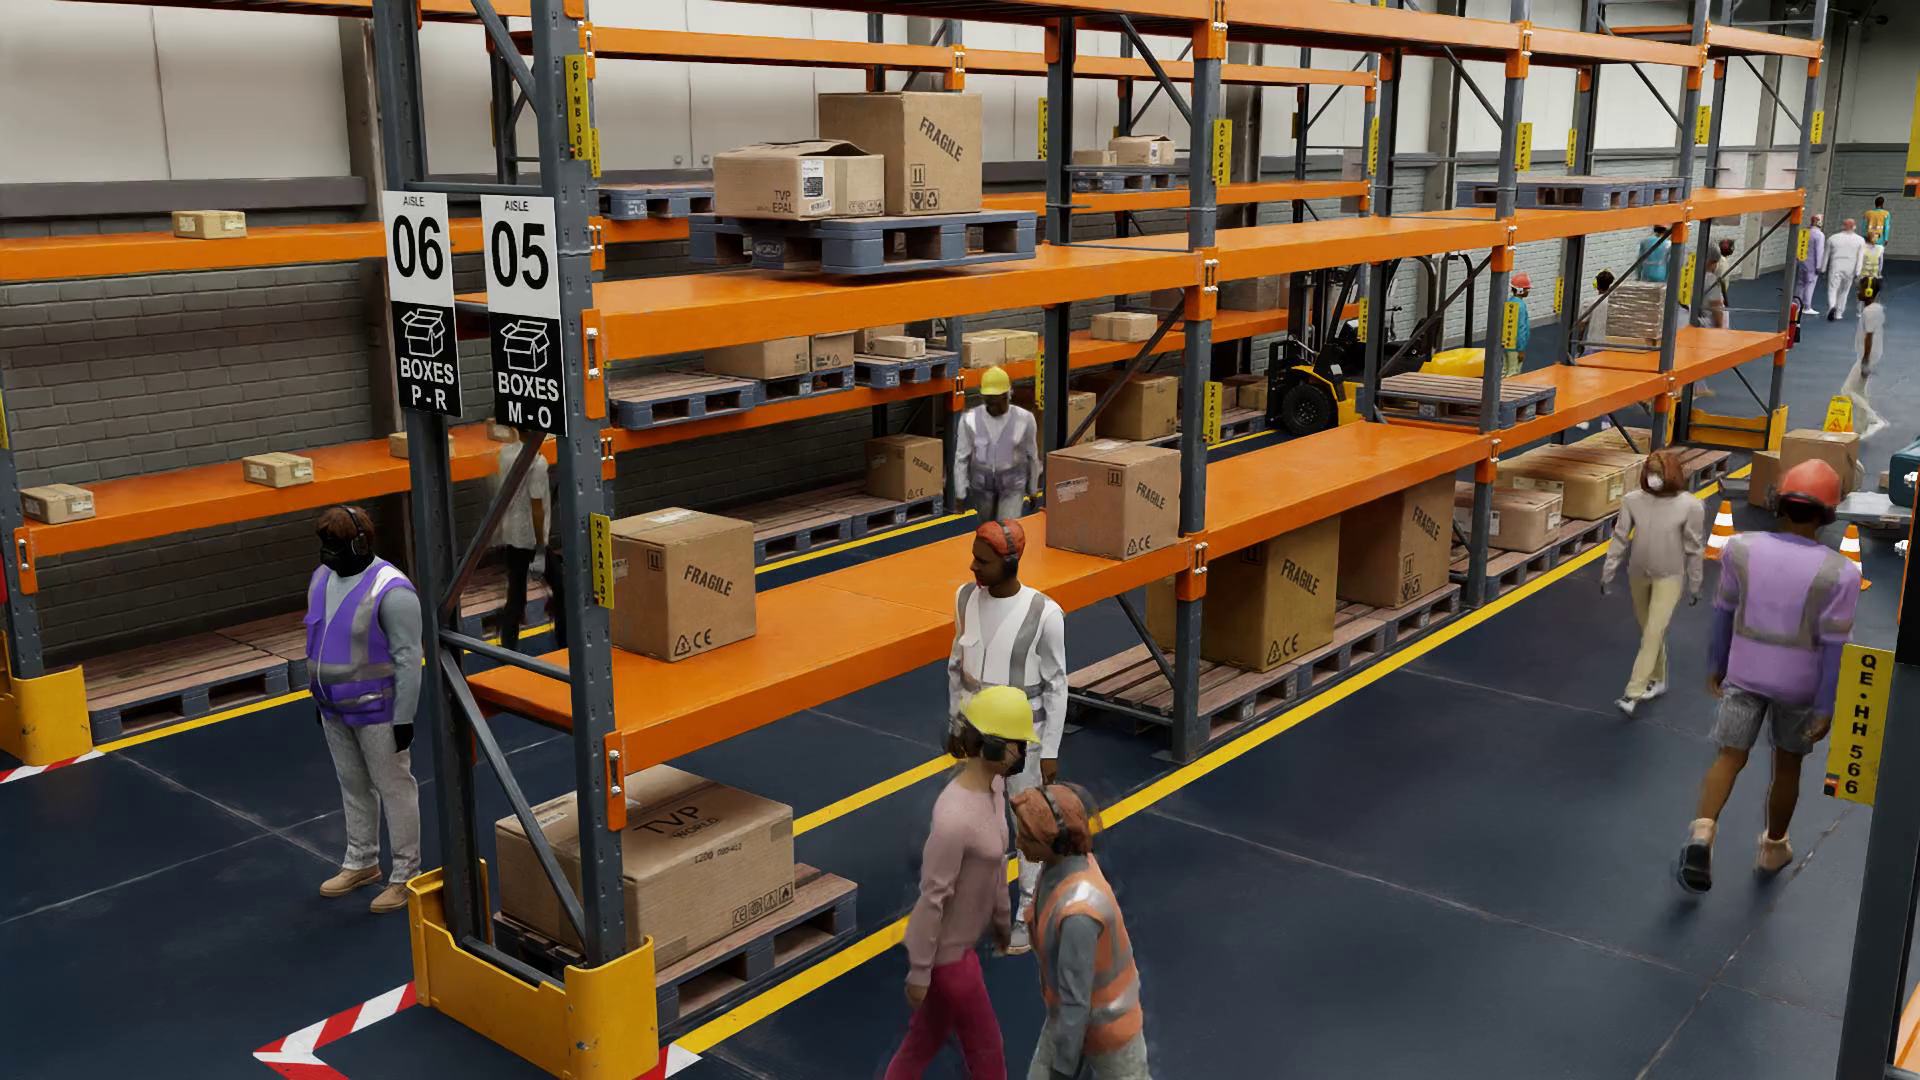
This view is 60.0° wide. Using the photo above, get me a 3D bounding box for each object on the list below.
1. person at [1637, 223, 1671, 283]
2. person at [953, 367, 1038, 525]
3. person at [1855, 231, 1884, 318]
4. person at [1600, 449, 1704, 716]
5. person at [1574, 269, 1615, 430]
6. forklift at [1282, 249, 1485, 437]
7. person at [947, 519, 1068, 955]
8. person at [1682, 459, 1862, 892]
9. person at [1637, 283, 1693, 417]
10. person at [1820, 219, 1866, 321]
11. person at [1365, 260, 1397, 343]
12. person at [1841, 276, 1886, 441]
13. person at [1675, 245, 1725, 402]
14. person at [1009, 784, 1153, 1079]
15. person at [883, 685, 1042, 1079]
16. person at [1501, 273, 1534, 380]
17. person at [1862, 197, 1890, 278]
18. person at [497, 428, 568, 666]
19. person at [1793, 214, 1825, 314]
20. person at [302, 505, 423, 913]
[{"bbox_3d":[11.952,-4.543,28.635,0.623,2.019,0.842,9,16,32],"label":"person"},{"bbox_3d":[0.251,-0.376,12.141,0.604,1.772,0.969,2,14,10],"label":"person"},{"bbox_3d":[16.985,-4.958,31.111,0.528,1.625,0.382,1,14,4],"label":"person"},{"bbox_3d":[4.109,0.251,9.959,0.850,1.584,0.528,-12,18,-40],"label":"person"},{"bbox_3d":[7.461,-2.218,19.451,0.521,1.873,0.335,3,14,14],"label":"person"},{"bbox_3d":[4.886,-2.214,18.767,2.313,2.155,1.214,11,18,38],"label":"forklift"},{"bbox_3d":[0.183,0.822,7.045,0.585,1.881,0.337,11,18,39],"label":"person"},{"bbox_3d":[3.671,0.635,7.545,0.626,2.022,0.856,13,19,43],"label":"person"},{"bbox_3d":[8.603,-2.290,20.054,0.561,1.724,0.814,-13,19,-43],"label":"person"},{"bbox_3d":[16.272,-4.978,30.689,0.686,1.872,0.849,7,15,26],"label":"person"},{"bbox_3d":[5.494,-2.783,21.751,0.519,1.874,0.326,-7,15,-25],"label":"person"},{"bbox_3d":[10.179,-2.014,18.662,0.445,1.851,0.516,11,18,38],"label":"person"},{"bbox_3d":[9.643,-2.799,21.464,0.831,2.000,0.690,-1,14,-4],"label":"person"},{"bbox_3d":[0.380,1.470,5.052,0.935,1.565,0.521,-2,14,-9],"label":"person"},{"bbox_3d":[0.050,1.308,5.396,0.835,1.709,0.544,3,14,12],"label":"person"},{"bbox_3d":[6.796,-2.376,20.335,0.324,1.752,0.562,0,14,0],"label":"person"},{"bbox_3d":[21.828,-7.212,39.684,0.391,1.920,0.593,-13,19,-42],"label":"person"},{"bbox_3d":[-2.634,0.008,10.442,0.524,1.840,0.781,10,17,36],"label":"person"},{"bbox_3d":[16.320,-5.287,31.898,0.396,1.899,0.660,-2,14,-8],"label":"person"},{"bbox_3d":[-2.675,0.747,7.437,0.633,1.843,0.429,8,16,30],"label":"person"}]
